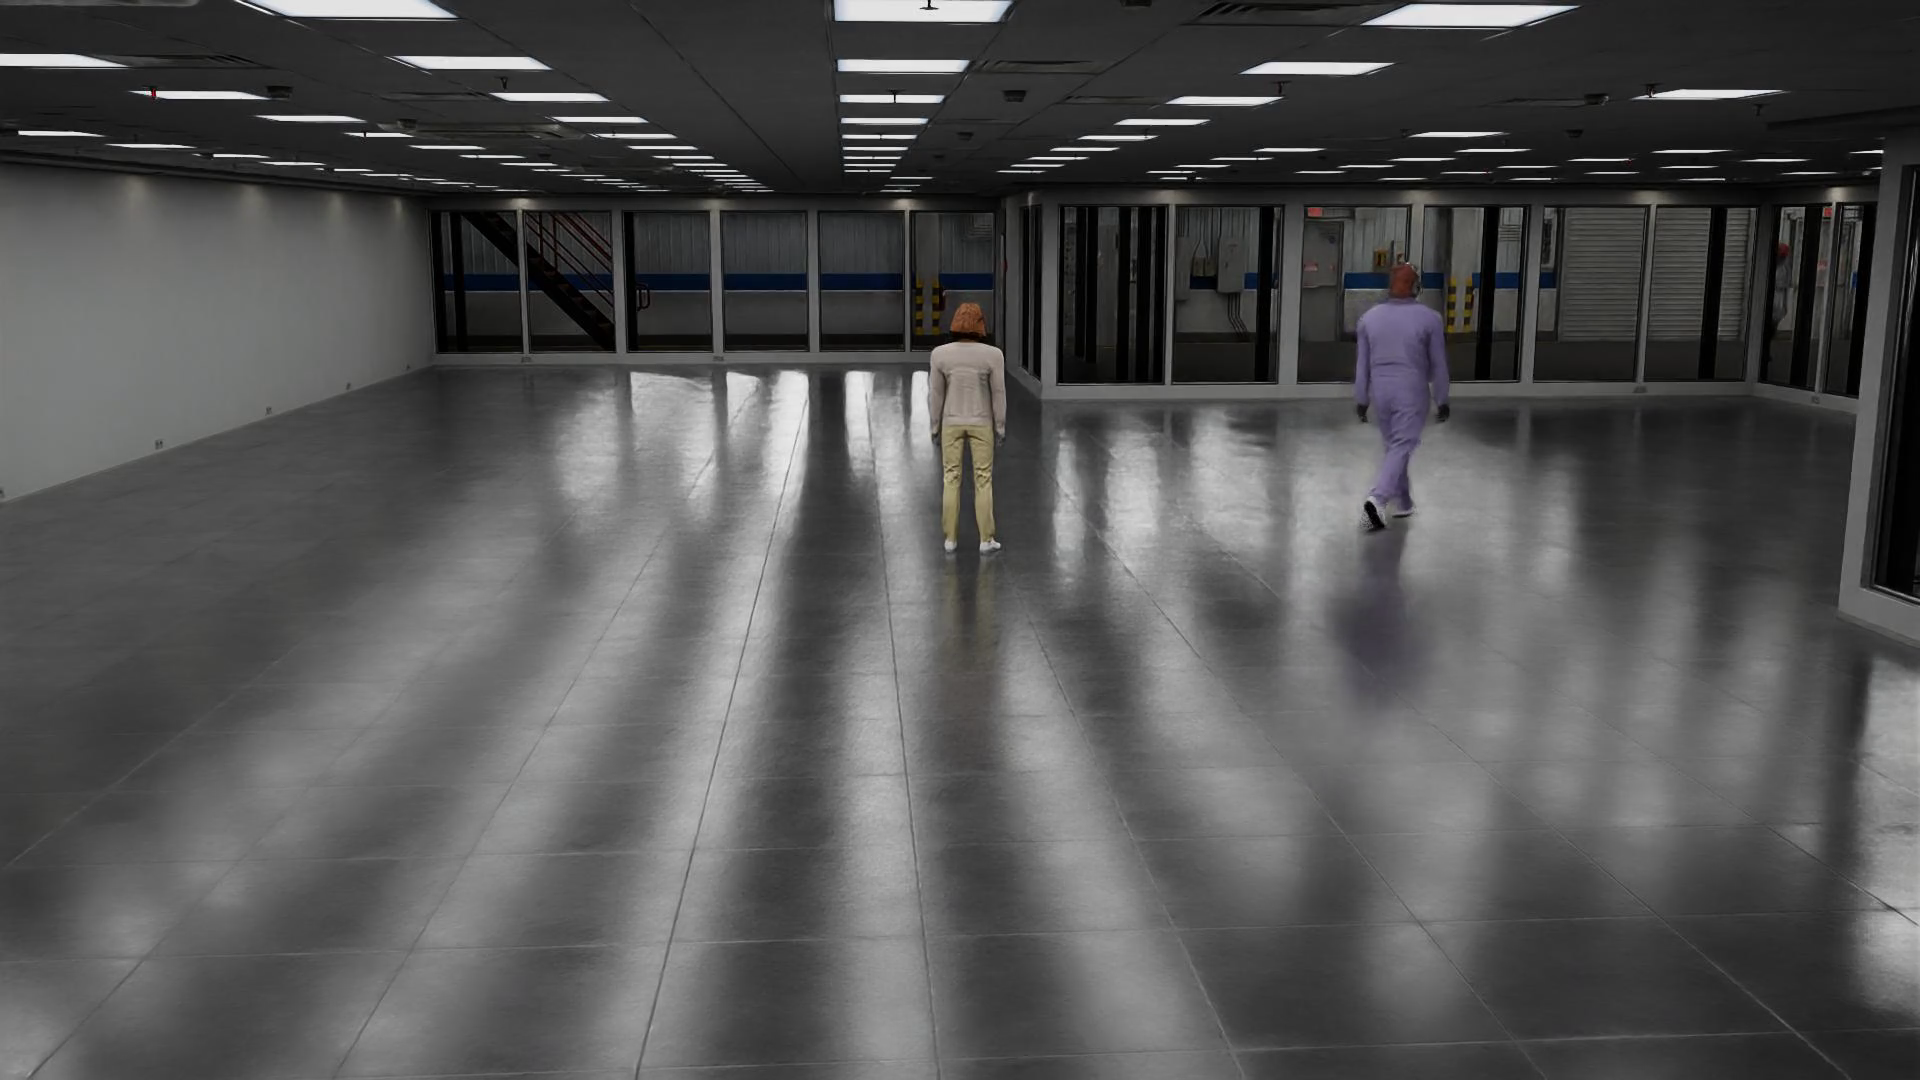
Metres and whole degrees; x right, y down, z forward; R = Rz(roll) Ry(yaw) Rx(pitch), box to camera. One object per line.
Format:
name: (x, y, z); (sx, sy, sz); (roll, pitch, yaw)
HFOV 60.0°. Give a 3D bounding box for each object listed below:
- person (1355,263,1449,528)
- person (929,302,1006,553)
person: (3.130, -1.035, 11.879); (0.646, 1.876, 0.930); (10, 14, 43)
person: (0.051, -0.726, 10.841); (0.507, 1.632, 0.268); (2, 11, 11)
